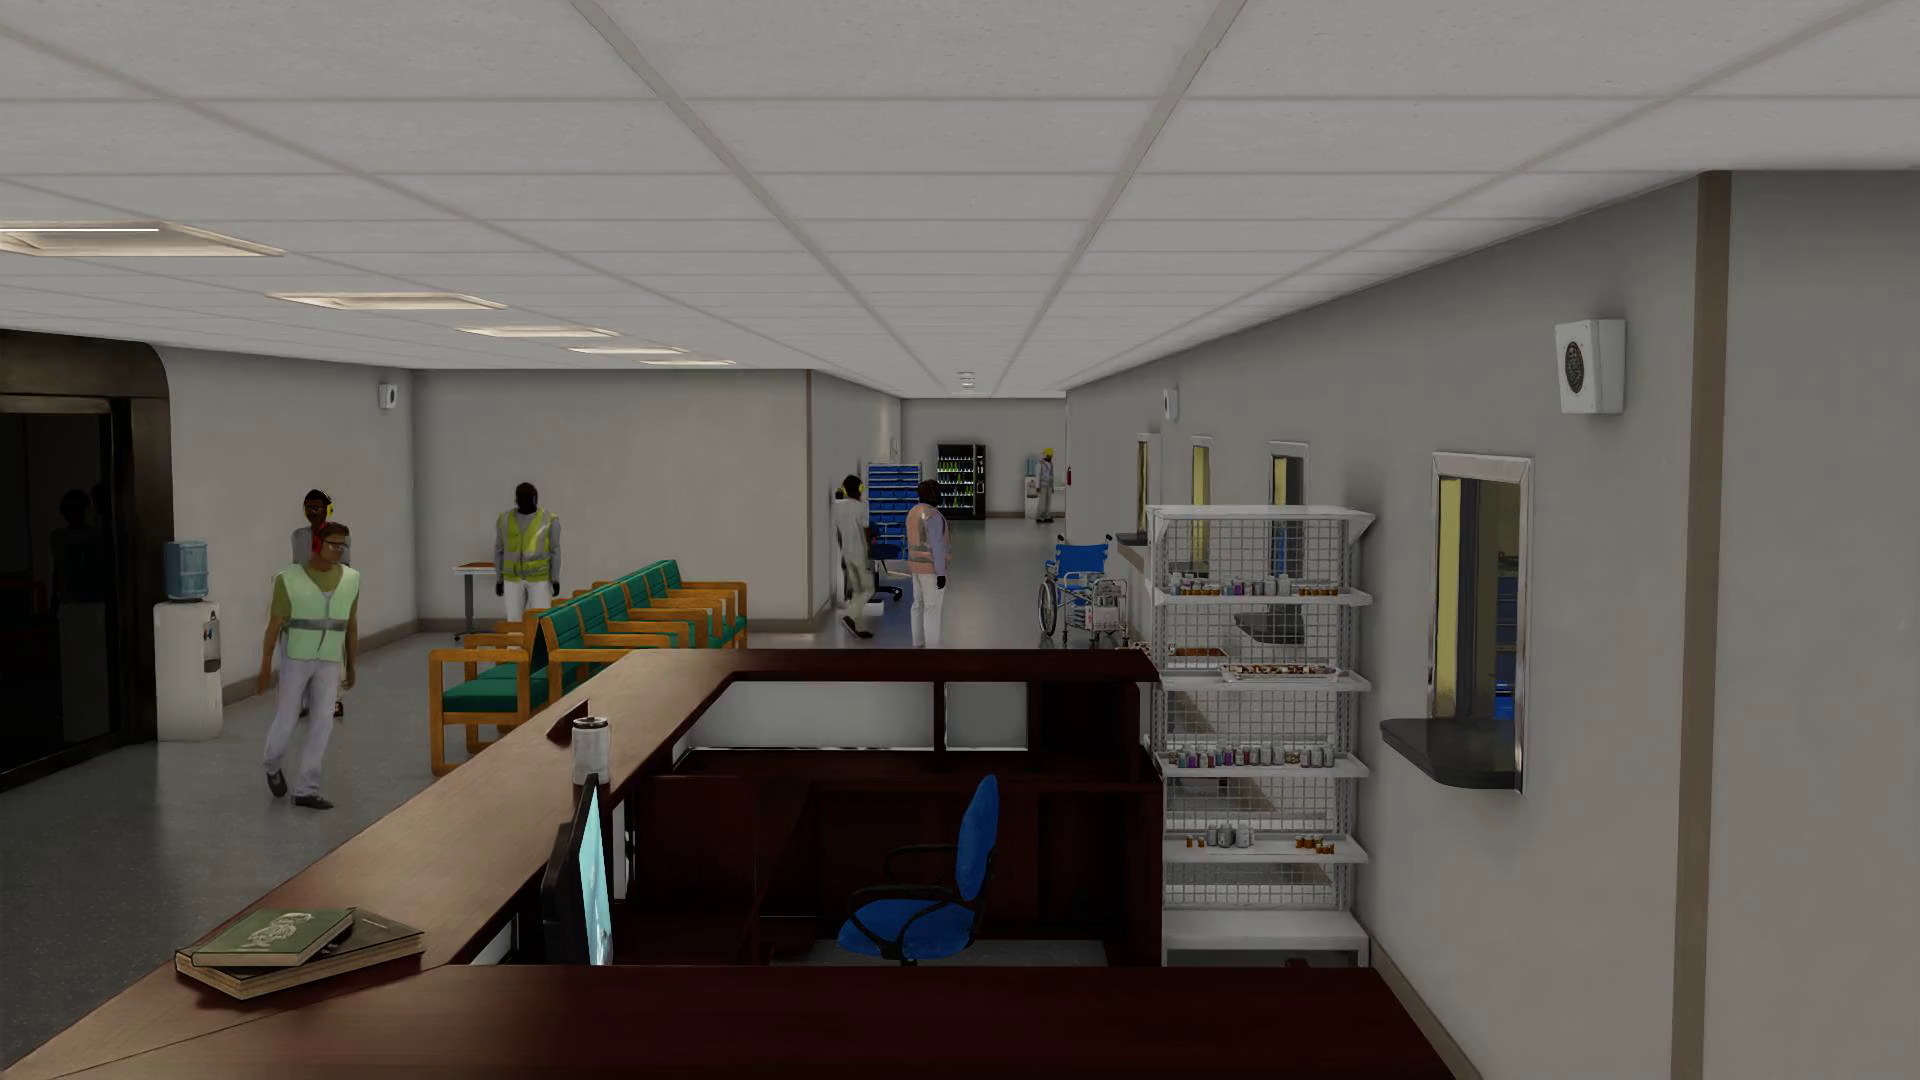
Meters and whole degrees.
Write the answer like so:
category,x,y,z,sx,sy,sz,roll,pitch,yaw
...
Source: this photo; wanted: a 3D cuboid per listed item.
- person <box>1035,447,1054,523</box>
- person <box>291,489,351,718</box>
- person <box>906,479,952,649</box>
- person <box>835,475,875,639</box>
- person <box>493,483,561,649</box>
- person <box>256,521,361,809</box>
category,x,y,z,sx,sy,sz,roll,pitch,yaw
person,2.024,-1.291,39.438,0.409,1.814,0.617,4,5,41
person,-5.216,0.521,13.556,0.516,1.873,0.329,0,4,-2
person,-0.296,0.314,16.650,0.429,1.846,0.625,-2,5,-28
person,-1.184,0.196,18.355,0.552,1.837,0.502,3,5,38
person,-4.160,0.369,15.977,0.649,1.836,0.430,0,4,-1
person,-4.190,0.775,10.540,0.718,1.796,0.672,3,5,36
